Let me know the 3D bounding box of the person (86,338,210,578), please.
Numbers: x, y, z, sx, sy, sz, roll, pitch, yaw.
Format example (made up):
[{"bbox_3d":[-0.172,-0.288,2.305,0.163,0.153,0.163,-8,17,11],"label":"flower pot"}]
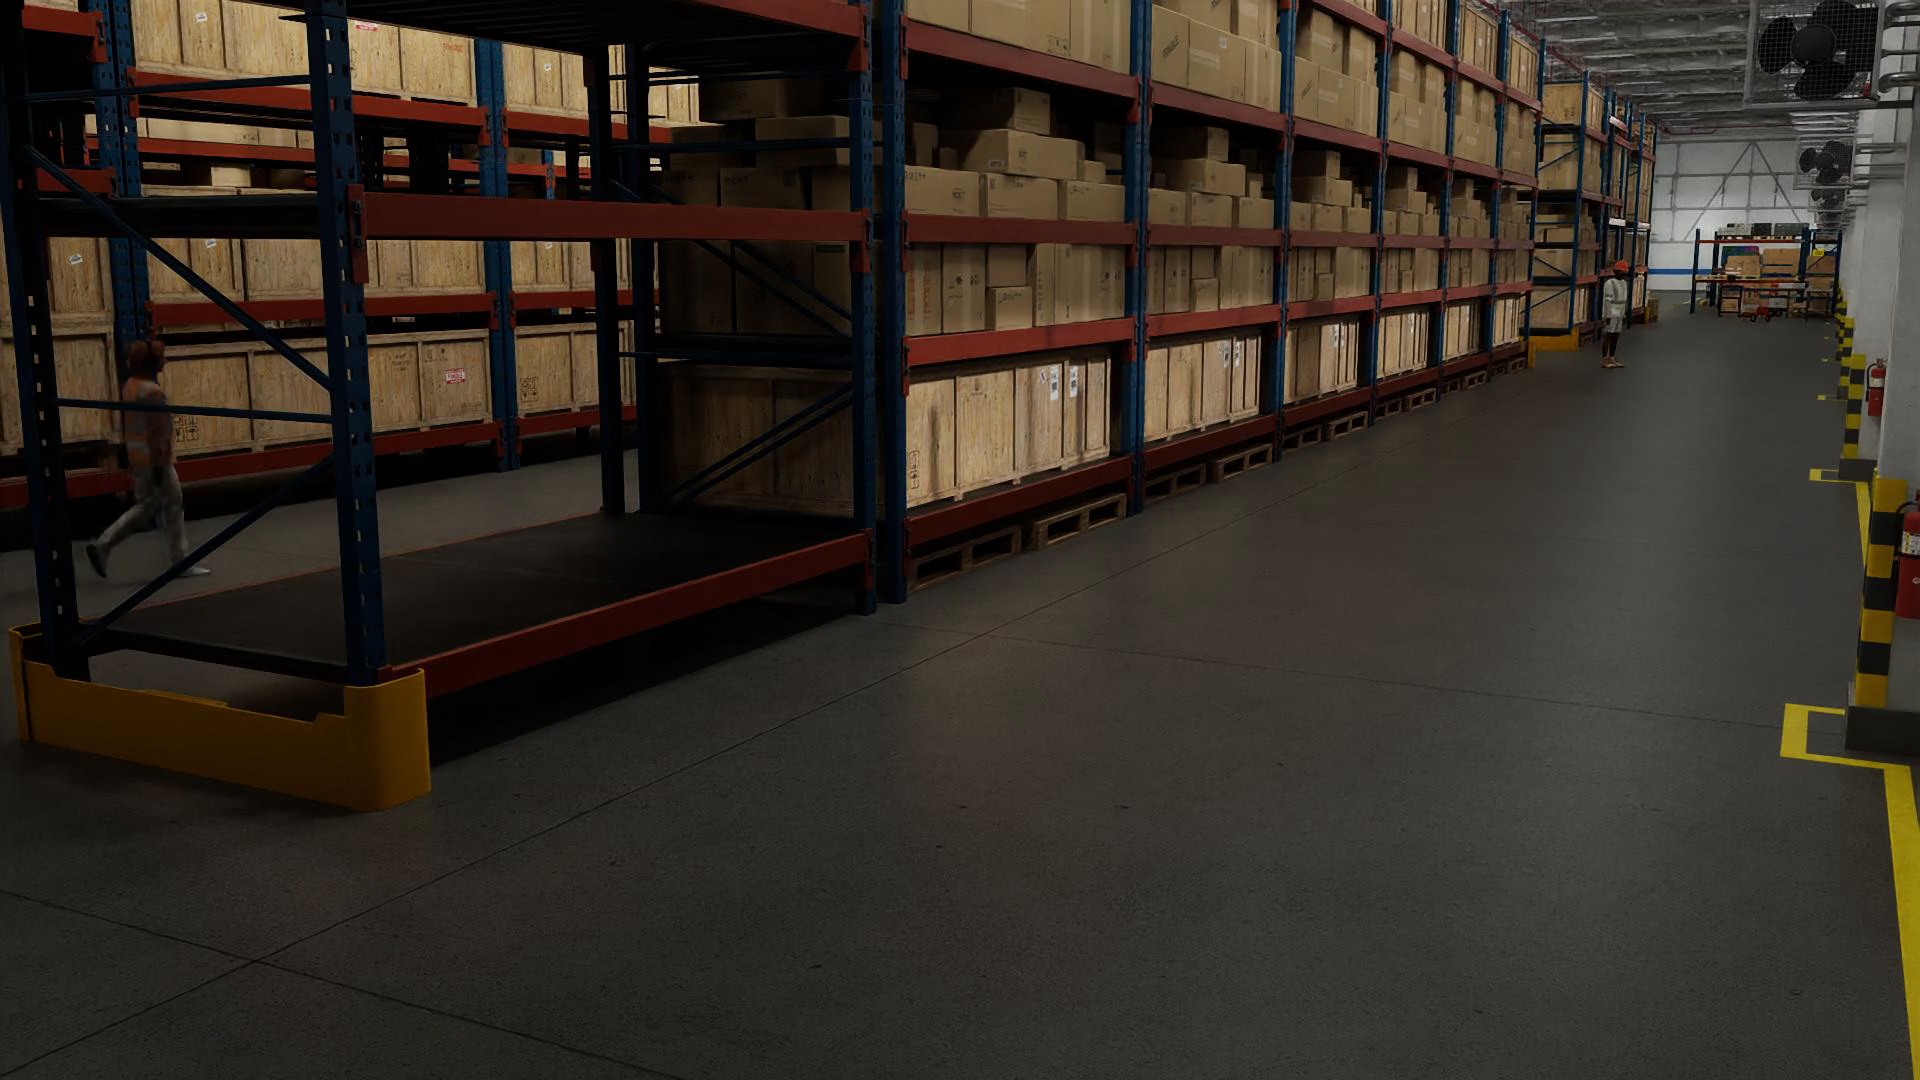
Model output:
[{"bbox_3d":[-5.410,-0.522,11.001,0.518,1.620,0.661,9,14,43],"label":"person"}]

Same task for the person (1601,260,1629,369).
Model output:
[{"bbox_3d":[12.418,-4.258,31.447,0.605,2.034,0.392,-7,12,-37],"label":"person"}]
